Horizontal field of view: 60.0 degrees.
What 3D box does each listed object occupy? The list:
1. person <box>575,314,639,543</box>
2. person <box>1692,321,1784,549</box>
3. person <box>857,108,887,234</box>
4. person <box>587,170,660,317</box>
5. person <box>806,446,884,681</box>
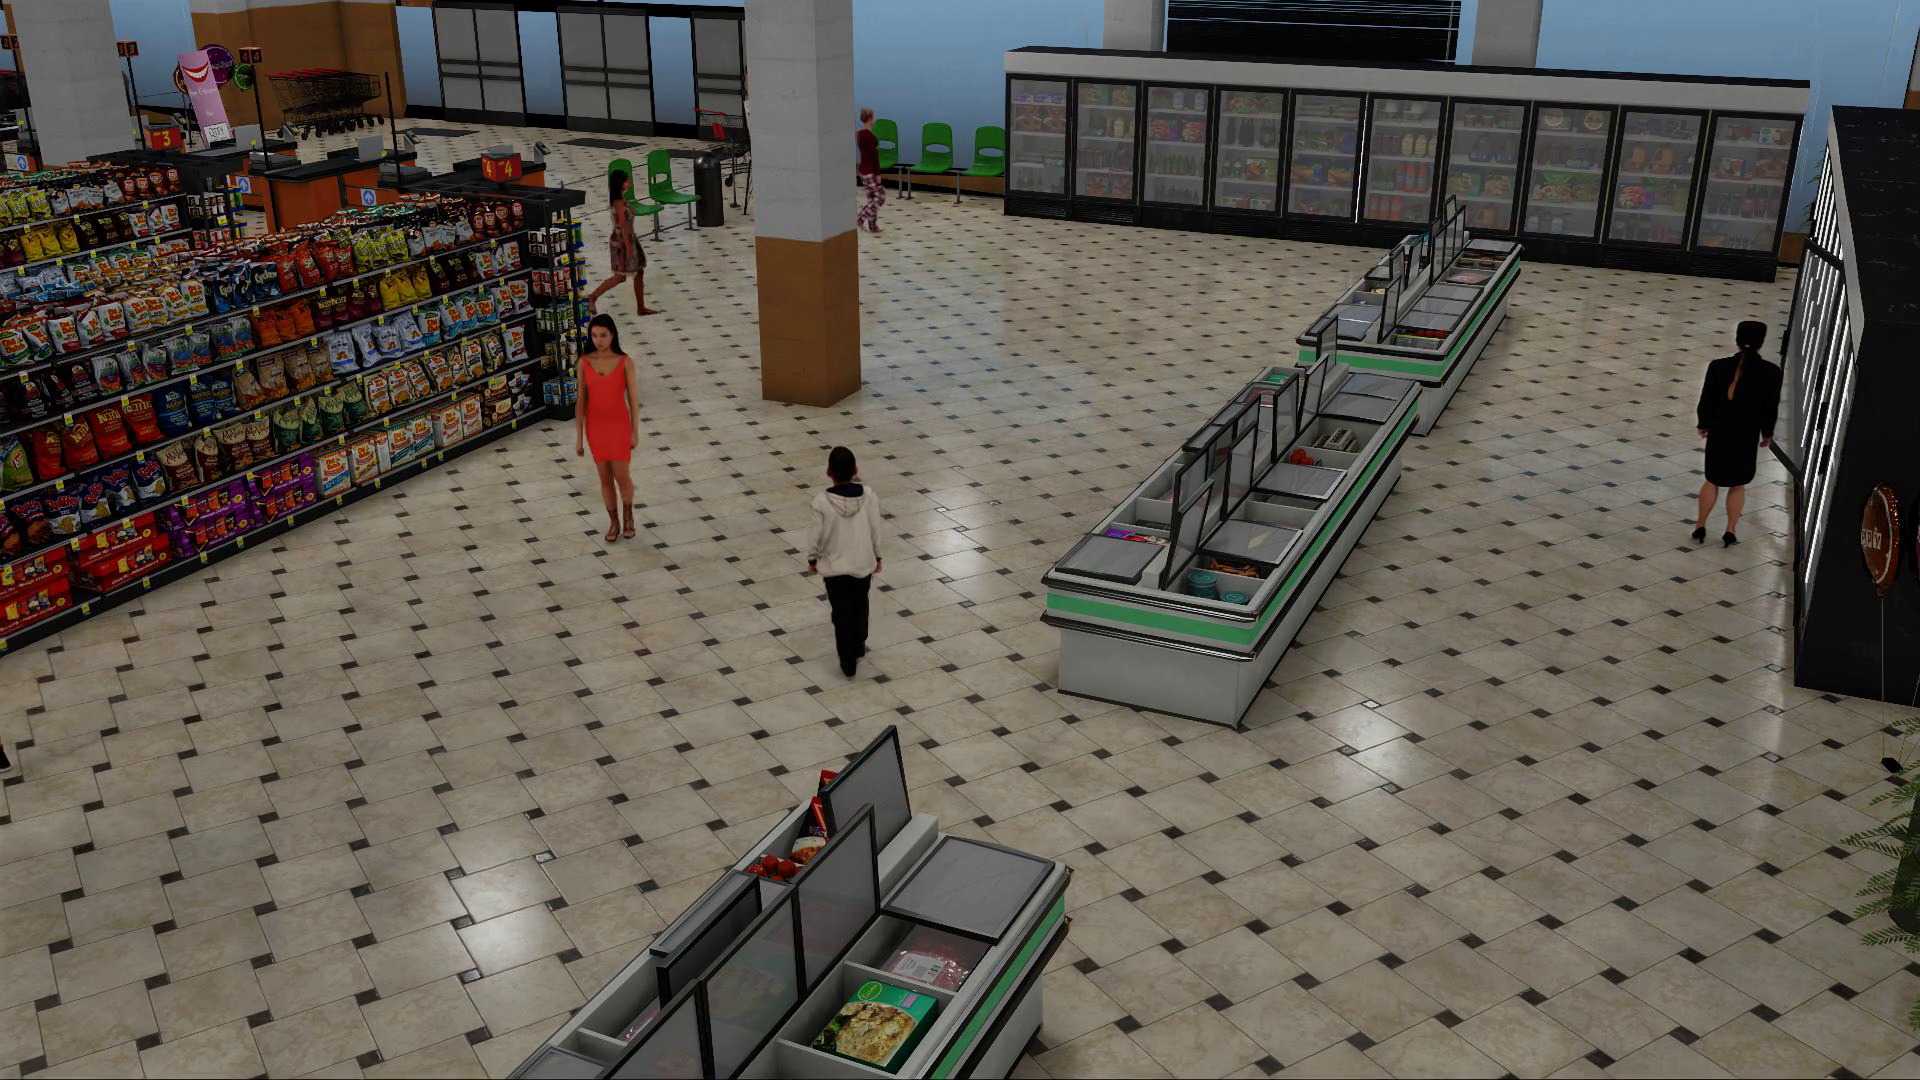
[{"bbox_3d":[-2.560,-0.826,12.193,0.686,1.706,0.698,1,22,2],"label":"person"},{"bbox_3d":[5.616,-0.759,12.071,0.711,1.671,0.655,13,25,29],"label":"person"},{"bbox_3d":[-1.262,-4.988,22.563,0.921,1.696,0.863,-11,24,-25],"label":"person"},{"bbox_3d":[-3.777,-3.213,18.250,1.028,1.618,1.070,-3,22,-8],"label":"person"},{"bbox_3d":[-0.669,0.167,10.073,0.792,1.443,0.853,-6,23,-15],"label":"person"}]
